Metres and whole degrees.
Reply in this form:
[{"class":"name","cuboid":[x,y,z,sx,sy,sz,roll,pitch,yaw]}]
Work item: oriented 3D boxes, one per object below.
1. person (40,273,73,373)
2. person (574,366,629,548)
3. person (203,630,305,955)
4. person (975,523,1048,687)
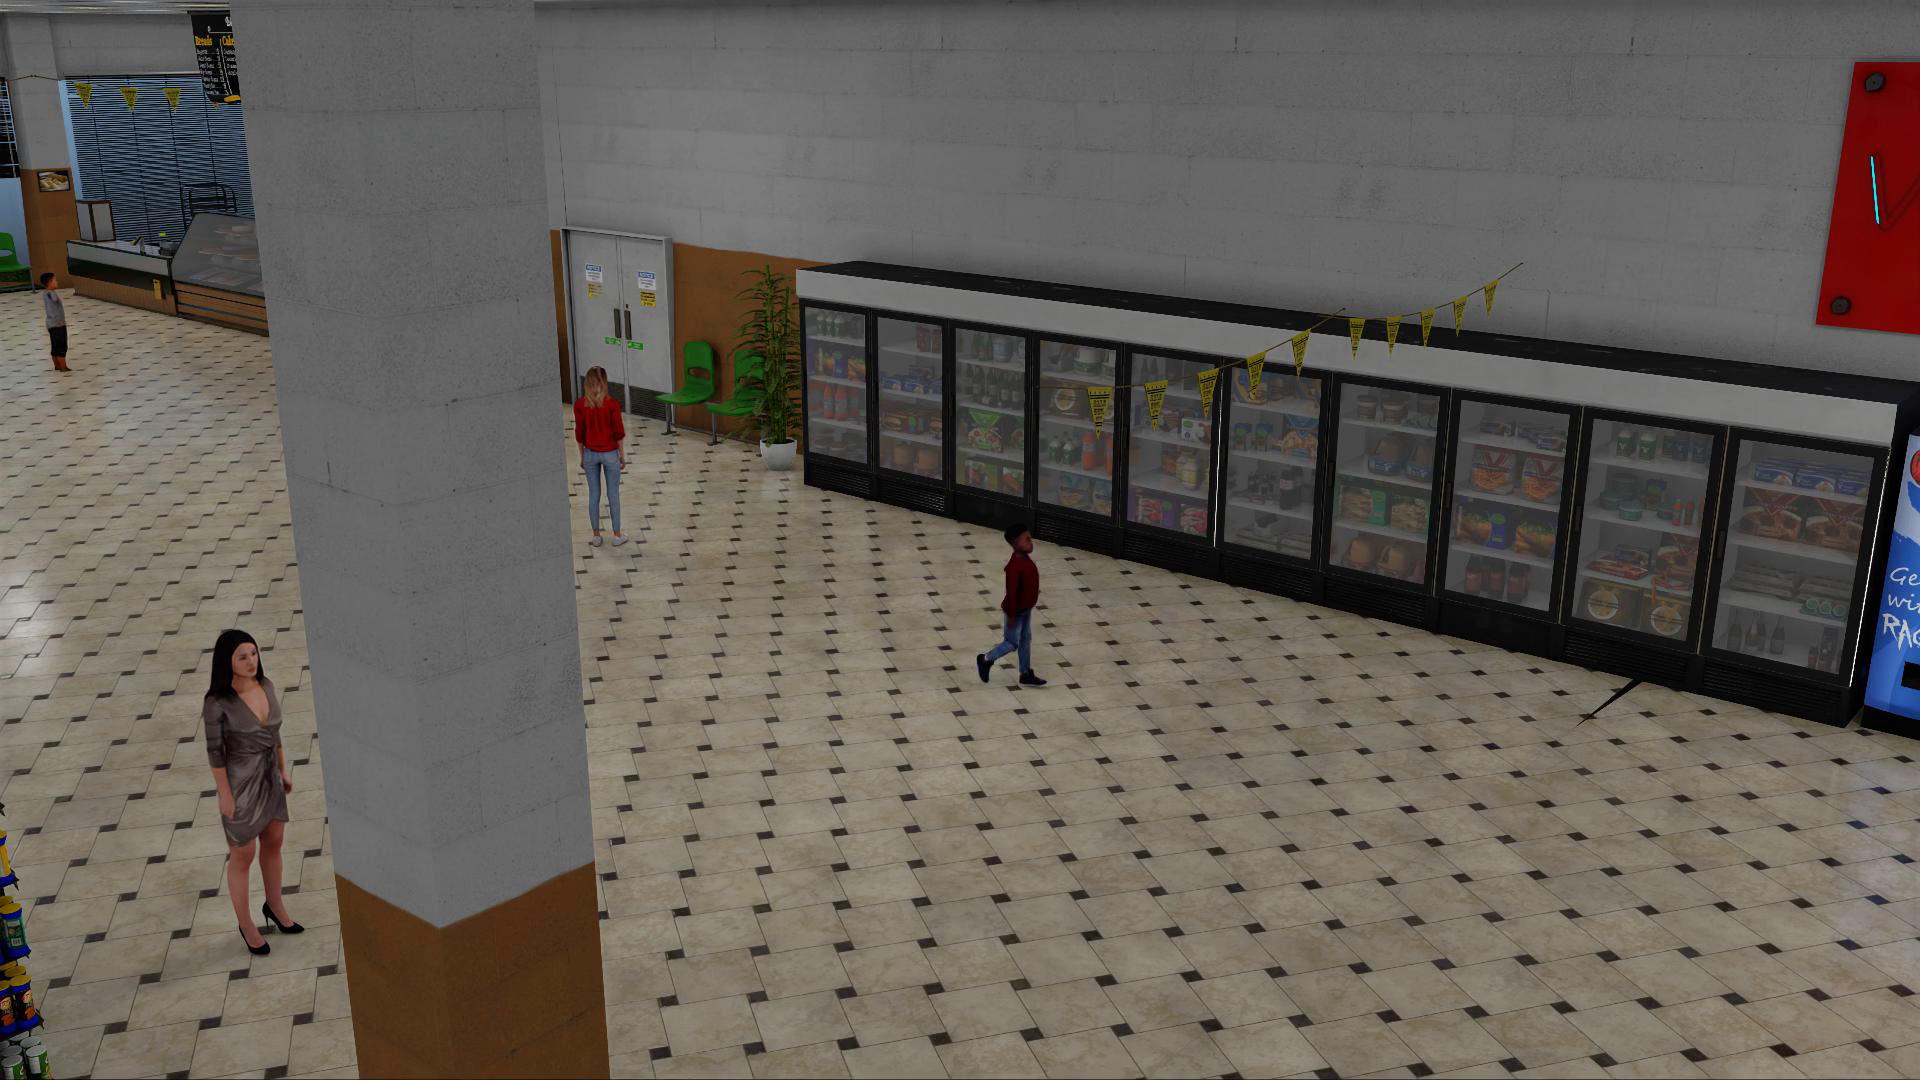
[{"class":"person","cuboid":[-12.897,-3.141,23.700,0.584,1.456,0.509,16,23,42]},{"class":"person","cuboid":[-3.344,-0.781,15.498,0.683,1.705,0.715,0,17,1]},{"class":"person","cuboid":[-3.673,1.286,8.621,0.705,1.746,0.537,8,19,24]},{"class":"person","cuboid":[0.366,0.484,12.125,0.699,1.245,0.753,7,18,21]}]
